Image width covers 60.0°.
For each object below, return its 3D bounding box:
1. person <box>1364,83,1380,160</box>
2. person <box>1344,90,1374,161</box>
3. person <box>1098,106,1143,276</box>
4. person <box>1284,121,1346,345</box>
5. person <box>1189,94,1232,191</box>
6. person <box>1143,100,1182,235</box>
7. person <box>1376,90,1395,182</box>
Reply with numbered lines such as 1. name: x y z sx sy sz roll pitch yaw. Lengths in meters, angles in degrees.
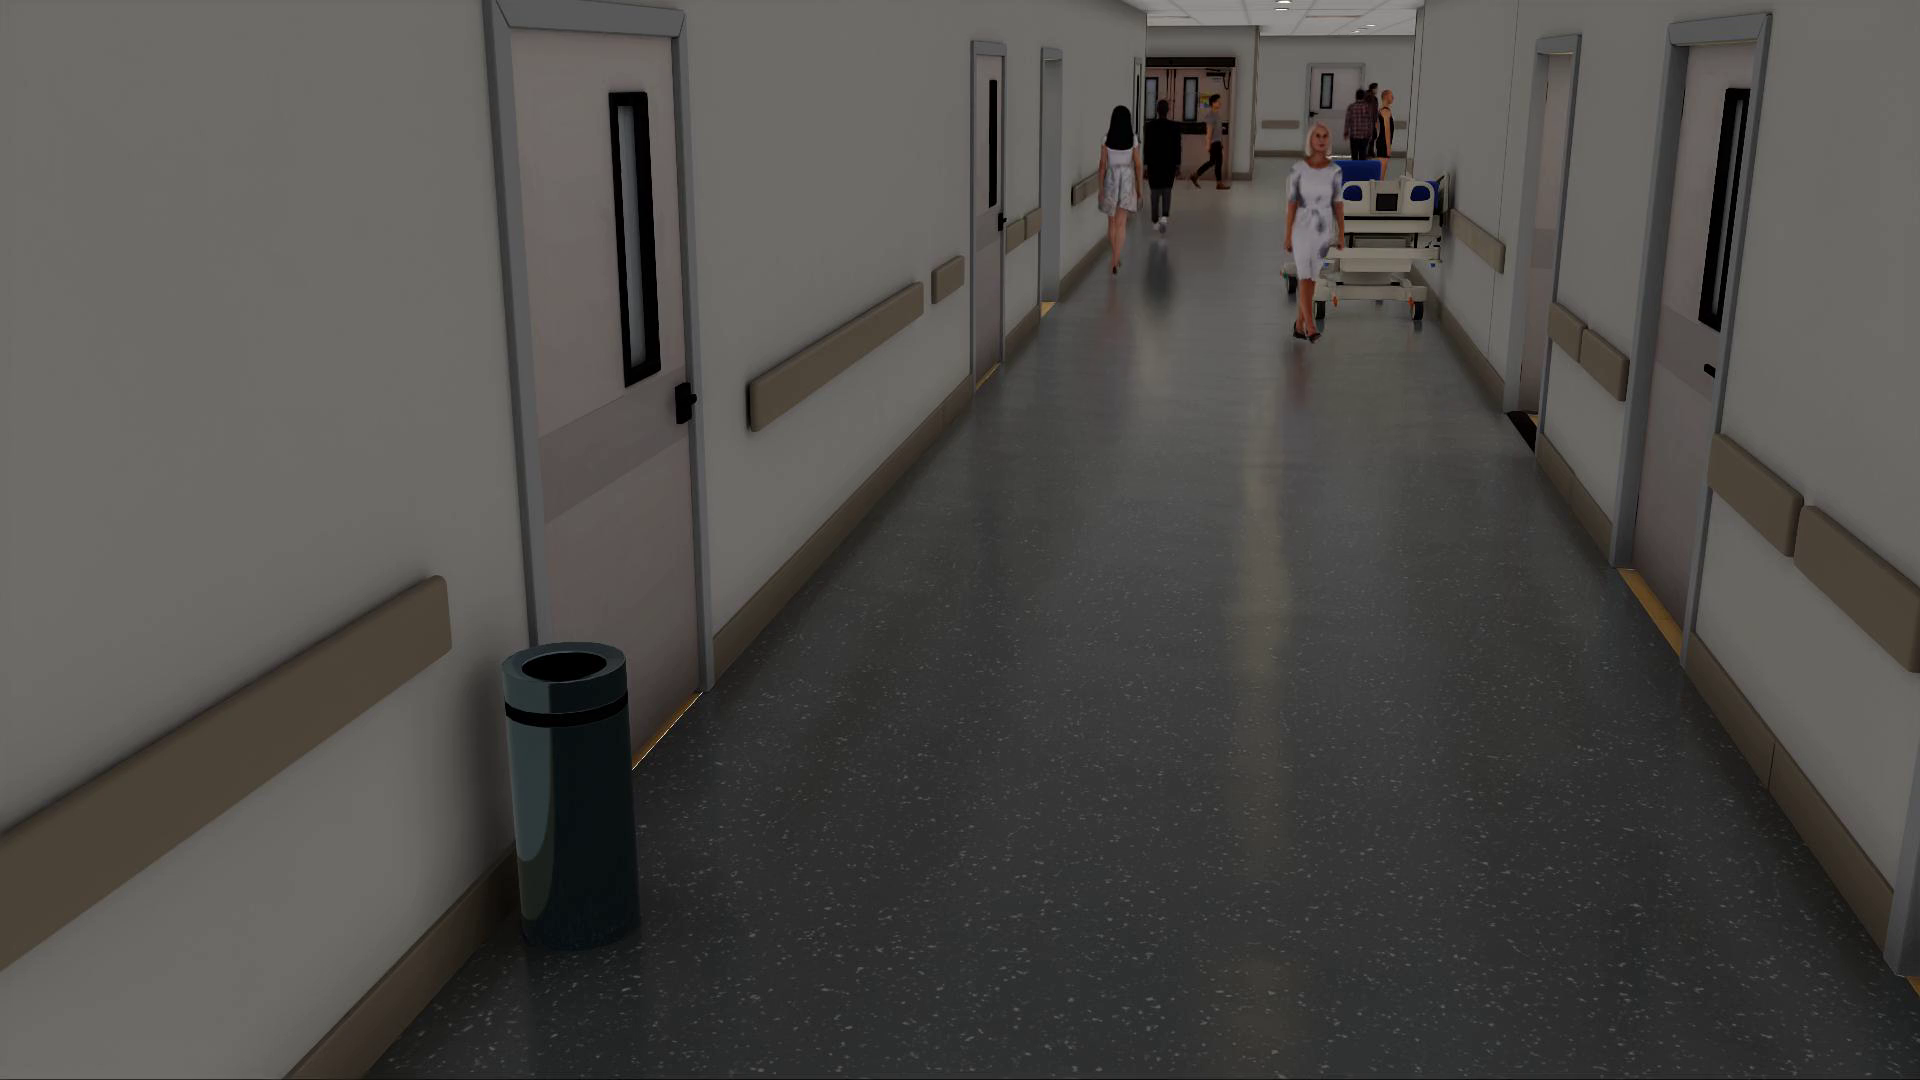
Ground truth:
1. person: 10.048 -10.340 41.100 0.790 1.830 0.801 1 16 3
2. person: 8.142 -8.268 33.922 0.916 1.737 0.834 1 16 5
3. person: 1.669 -3.608 17.431 1.134 1.716 0.716 2 16 7
4. person: 2.768 -2.418 13.217 1.017 1.713 0.851 -2 16 -7
5. person: 4.583 -7.276 30.478 1.131 1.696 0.798 7 17 24
6. person: 2.684 -4.930 22.095 1.089 1.730 0.761 2 16 7
7. person: 7.174 -6.689 28.177 0.555 1.816 0.677 1 16 2
